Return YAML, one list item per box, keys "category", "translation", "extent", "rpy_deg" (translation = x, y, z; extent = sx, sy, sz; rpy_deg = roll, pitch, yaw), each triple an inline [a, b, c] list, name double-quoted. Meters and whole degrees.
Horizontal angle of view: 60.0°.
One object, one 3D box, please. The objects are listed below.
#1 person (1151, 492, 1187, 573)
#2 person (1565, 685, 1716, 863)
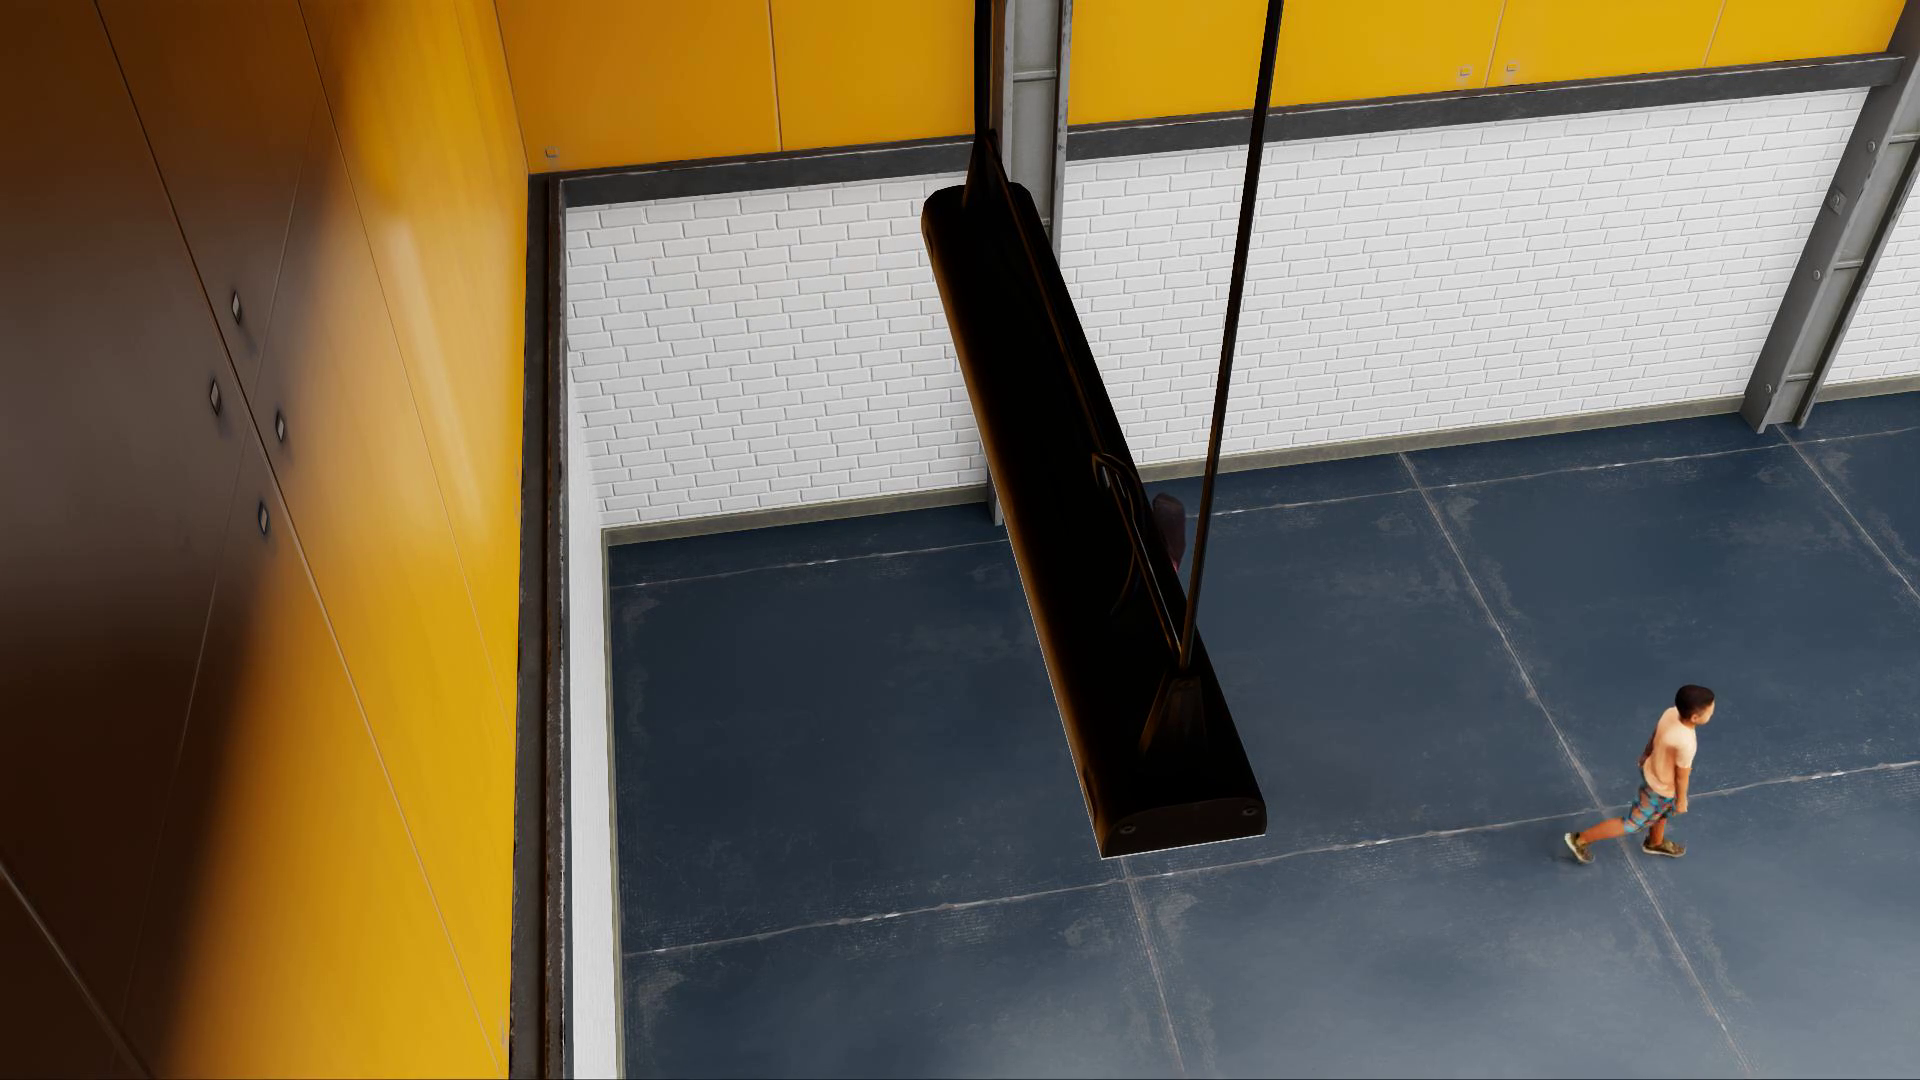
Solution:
- category: "person"
  translation: [1.213, 0.388, 10.309]
  extent: [0.626, 1.742, 0.649]
  rpy_deg: [9, 44, 9]
- category: "person"
  translation: [3.930, 1.373, 9.494]
  extent: [1.030, 1.439, 0.733]
  rpy_deg: [6, 44, 6]
